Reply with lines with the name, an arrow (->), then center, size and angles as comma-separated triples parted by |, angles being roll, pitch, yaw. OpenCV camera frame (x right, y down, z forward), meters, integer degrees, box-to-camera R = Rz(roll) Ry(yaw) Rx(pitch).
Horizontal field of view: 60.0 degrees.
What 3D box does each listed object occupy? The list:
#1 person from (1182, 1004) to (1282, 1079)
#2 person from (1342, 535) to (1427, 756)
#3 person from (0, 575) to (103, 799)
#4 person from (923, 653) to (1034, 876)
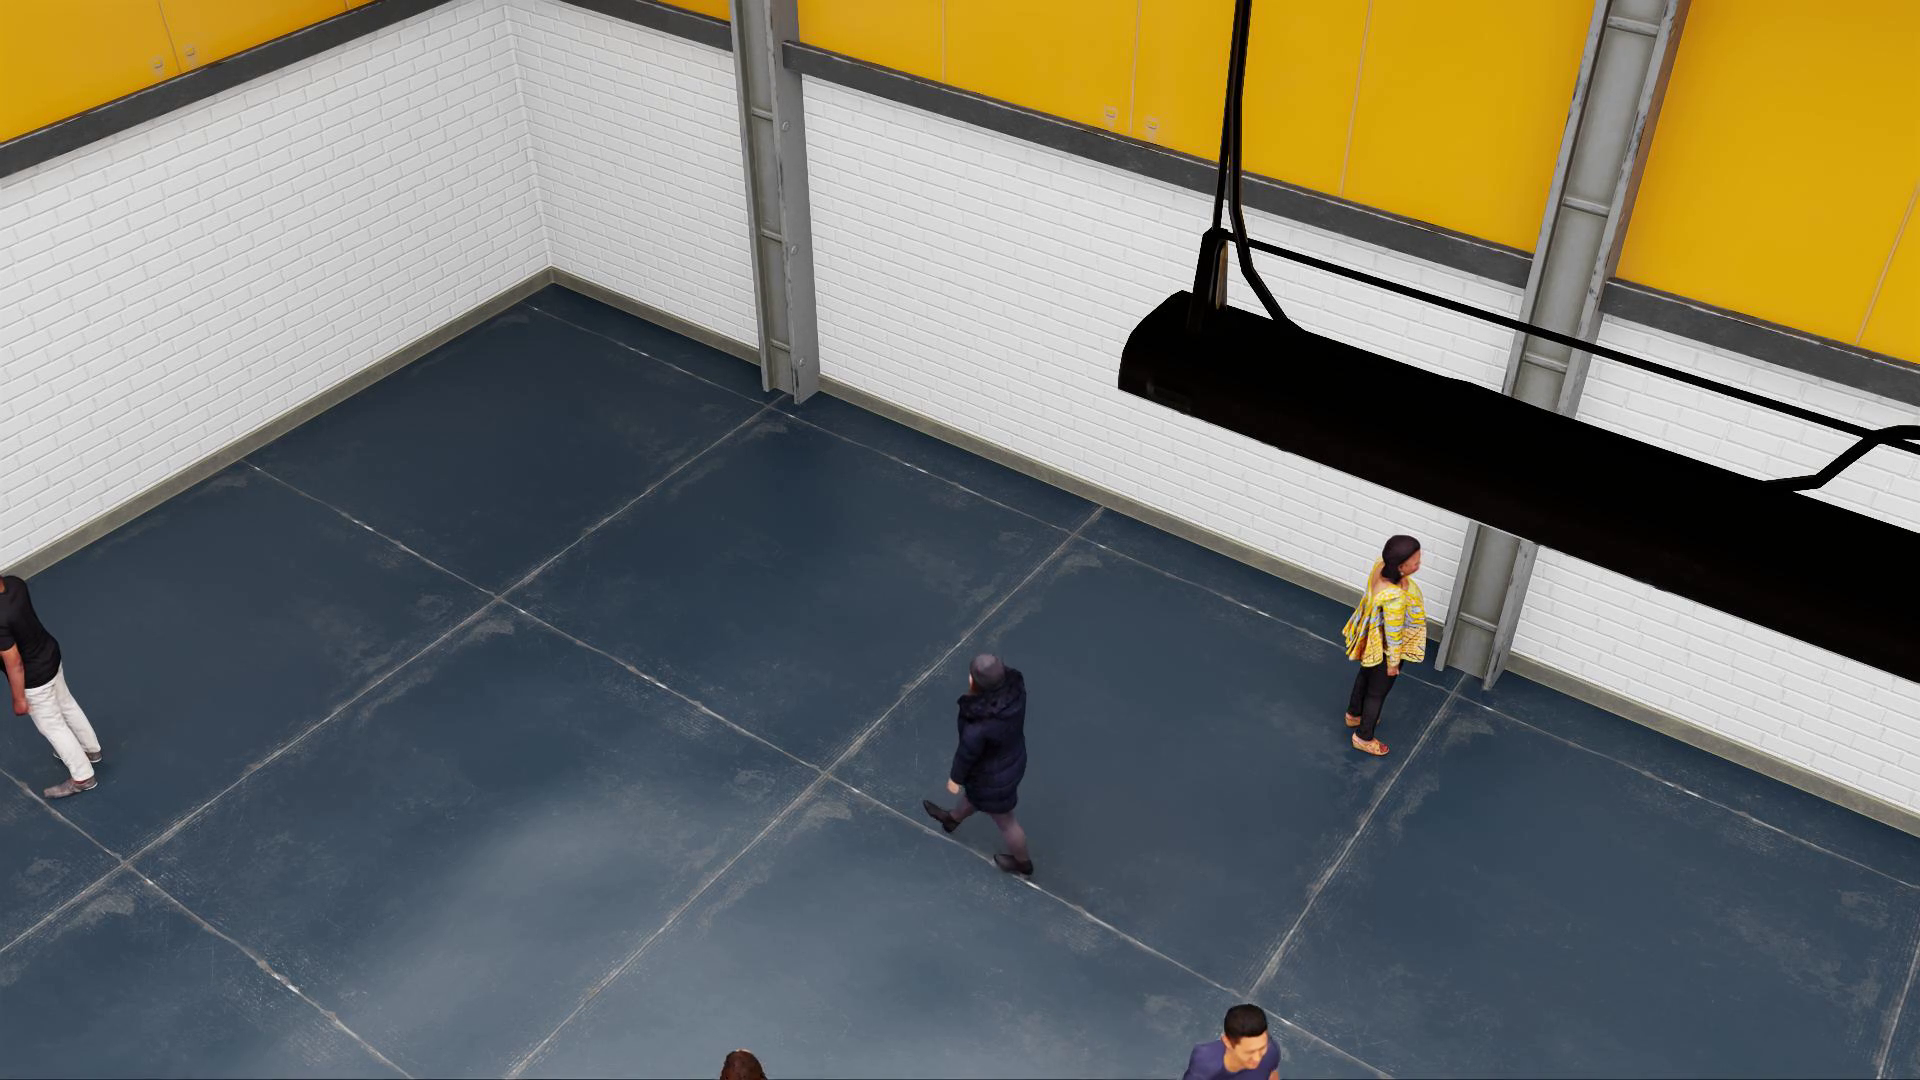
person -> 1.166, 2.649, 7.735 | 0.836, 1.775, 0.877 | -17, 42, -20
person -> 2.629, 0.636, 10.352 | 0.931, 1.655, 0.879 | 0, 39, 0
person -> -5.586, 0.793, 10.036 | 0.819, 1.804, 0.755 | -7, 39, -9
person -> 0.256, 1.331, 9.498 | 1.040, 1.635, 0.730 | 20, 43, 23
